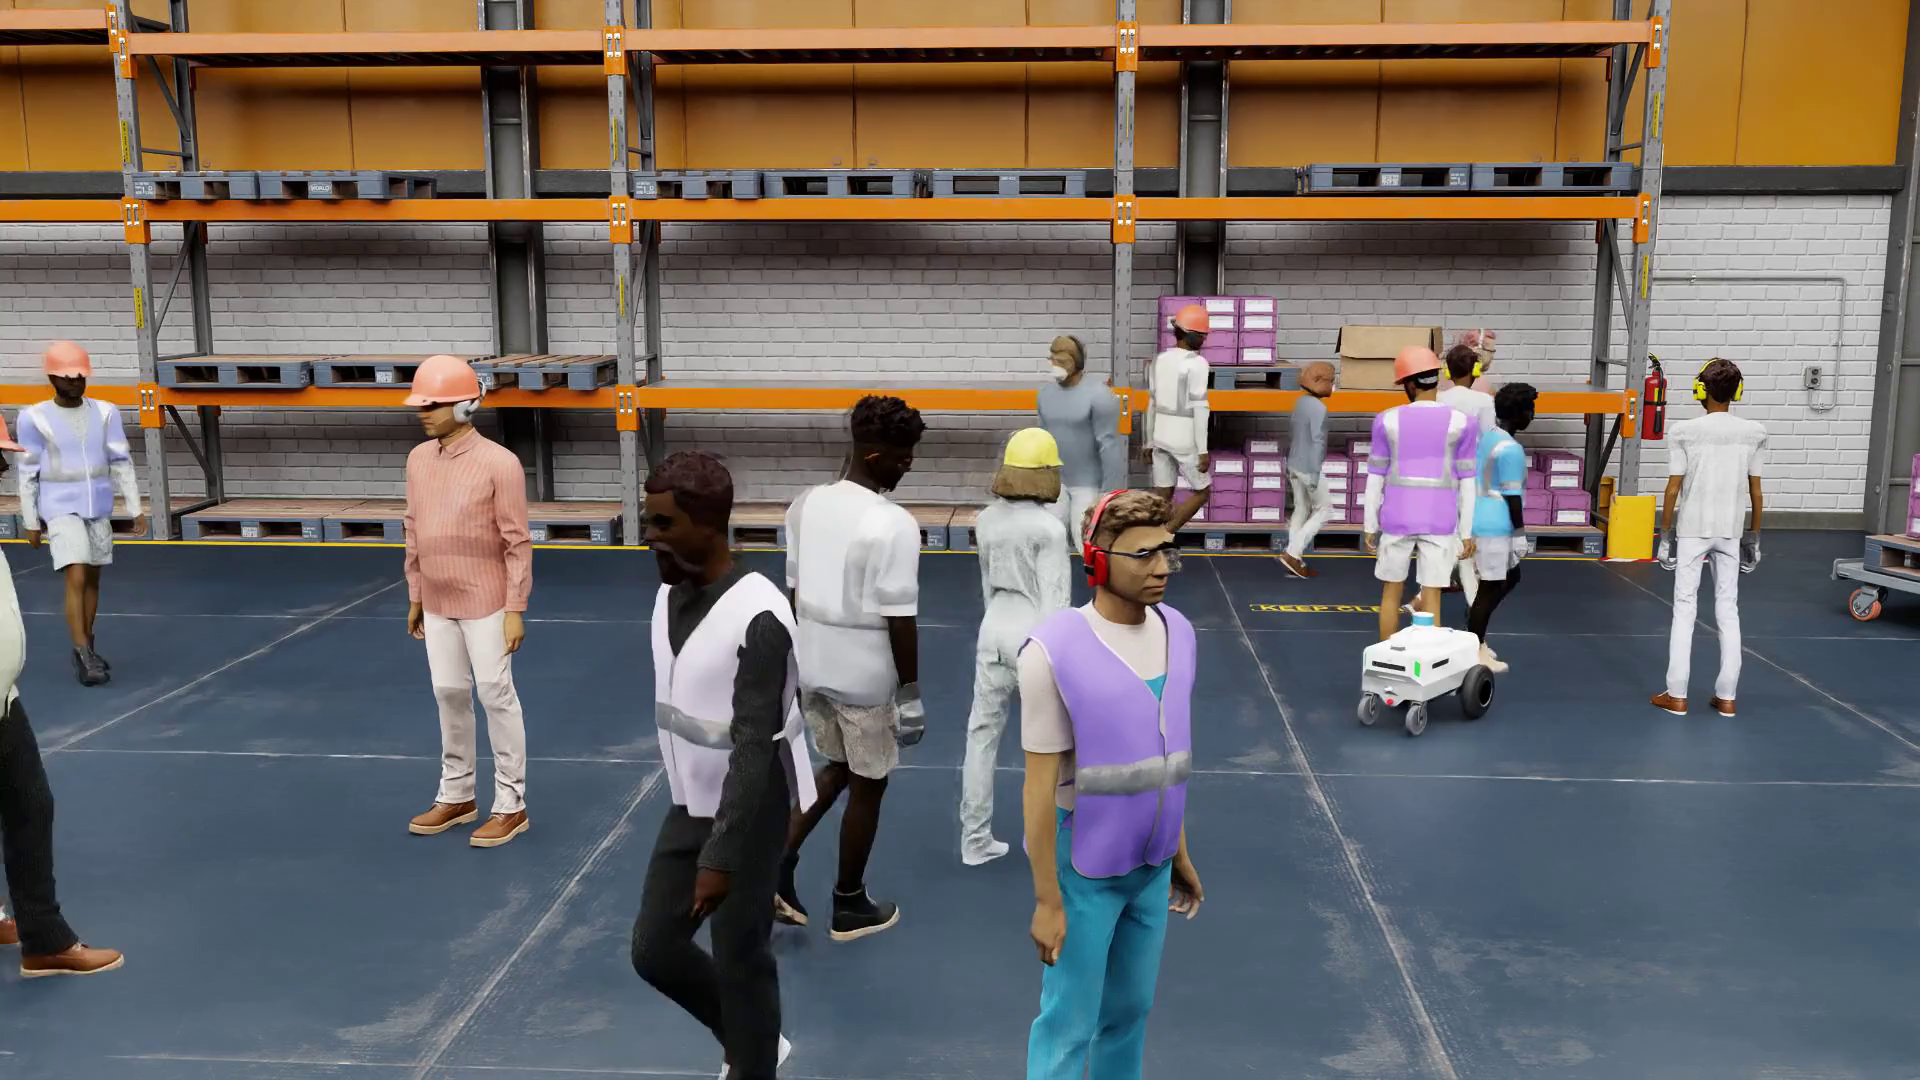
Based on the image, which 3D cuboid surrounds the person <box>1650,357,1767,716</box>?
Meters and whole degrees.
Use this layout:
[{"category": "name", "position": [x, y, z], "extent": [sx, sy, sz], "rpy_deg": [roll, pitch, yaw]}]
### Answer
[{"category": "person", "position": [3.892, -0.010, 8.631], "extent": [0.510, 1.860, 0.315], "rpy_deg": [1, 10, 5]}]

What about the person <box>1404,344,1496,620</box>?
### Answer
[{"category": "person", "position": [3.169, -0.336, 10.655], "extent": [0.905, 1.824, 0.598], "rpy_deg": [-7, 12, -36]}]

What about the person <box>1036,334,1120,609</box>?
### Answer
[{"category": "person", "position": [0.807, -0.361, 10.546], "extent": [0.753, 1.910, 0.653], "rpy_deg": [-9, 13, -44]}]

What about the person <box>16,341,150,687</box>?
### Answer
[{"category": "person", "position": [-4.880, -0.149, 9.322], "extent": [0.835, 1.905, 0.569], "rpy_deg": [7, 12, 36]}]

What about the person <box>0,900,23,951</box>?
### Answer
[{"category": "person", "position": [-3.476, 0.454, 5.678], "extent": [0.627, 1.940, 0.372], "rpy_deg": [7, 12, 37]}]

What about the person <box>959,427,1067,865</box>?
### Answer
[{"category": "person", "position": [0.305, 0.405, 6.619], "extent": [0.860, 1.702, 0.502], "rpy_deg": [-9, 13, -44]}]

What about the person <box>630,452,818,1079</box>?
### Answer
[{"category": "person", "position": [-0.627, 0.717, 4.274], "extent": [0.482, 1.898, 0.589], "rpy_deg": [-8, 13, -40]}]

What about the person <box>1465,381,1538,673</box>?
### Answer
[{"category": "person", "position": [3.056, -0.059, 9.442], "extent": [0.370, 1.676, 0.536], "rpy_deg": [1, 10, 7]}]

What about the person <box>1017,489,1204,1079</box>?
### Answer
[{"category": "person", "position": [0.354, 0.787, 3.996], "extent": [0.388, 1.847, 0.563], "rpy_deg": [9, 14, 44]}]

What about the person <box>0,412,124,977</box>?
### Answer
[{"category": "person", "position": [-3.246, 0.519, 5.265], "extent": [0.842, 1.966, 0.612], "rpy_deg": [-2, 10, -14]}]

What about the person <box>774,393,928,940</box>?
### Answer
[{"category": "person", "position": [-0.403, 0.461, 5.683], "extent": [0.526, 1.932, 0.634], "rpy_deg": [-9, 13, -43]}]

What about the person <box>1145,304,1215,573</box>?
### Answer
[{"category": "person", "position": [1.627, -0.724, 12.326], "extent": [0.474, 2.023, 0.722], "rpy_deg": [-6, 11, -32]}]

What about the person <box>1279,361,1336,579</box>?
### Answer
[{"category": "person", "position": [2.578, -0.503, 12.207], "extent": [0.331, 1.616, 0.511], "rpy_deg": [-2, 10, -11]}]

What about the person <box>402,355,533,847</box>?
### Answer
[{"category": "person", "position": [-2.013, 0.249, 6.725], "extent": [0.622, 1.989, 0.399], "rpy_deg": [5, 11, 28]}]

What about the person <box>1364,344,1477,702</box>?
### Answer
[{"category": "person", "position": [2.472, -0.092, 8.959], "extent": [0.565, 1.915, 0.414], "rpy_deg": [3, 10, 19]}]

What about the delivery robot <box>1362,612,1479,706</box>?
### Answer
[{"category": "delivery robot", "position": [2.363, 0.613, 8.521], "extent": [0.477, 0.478, 0.707], "rpy_deg": [9, 13, 42]}]

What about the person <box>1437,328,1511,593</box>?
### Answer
[{"category": "person", "position": [3.606, -0.550, 11.753], "extent": [0.683, 1.871, 0.647], "rpy_deg": [-3, 10, -19]}]
